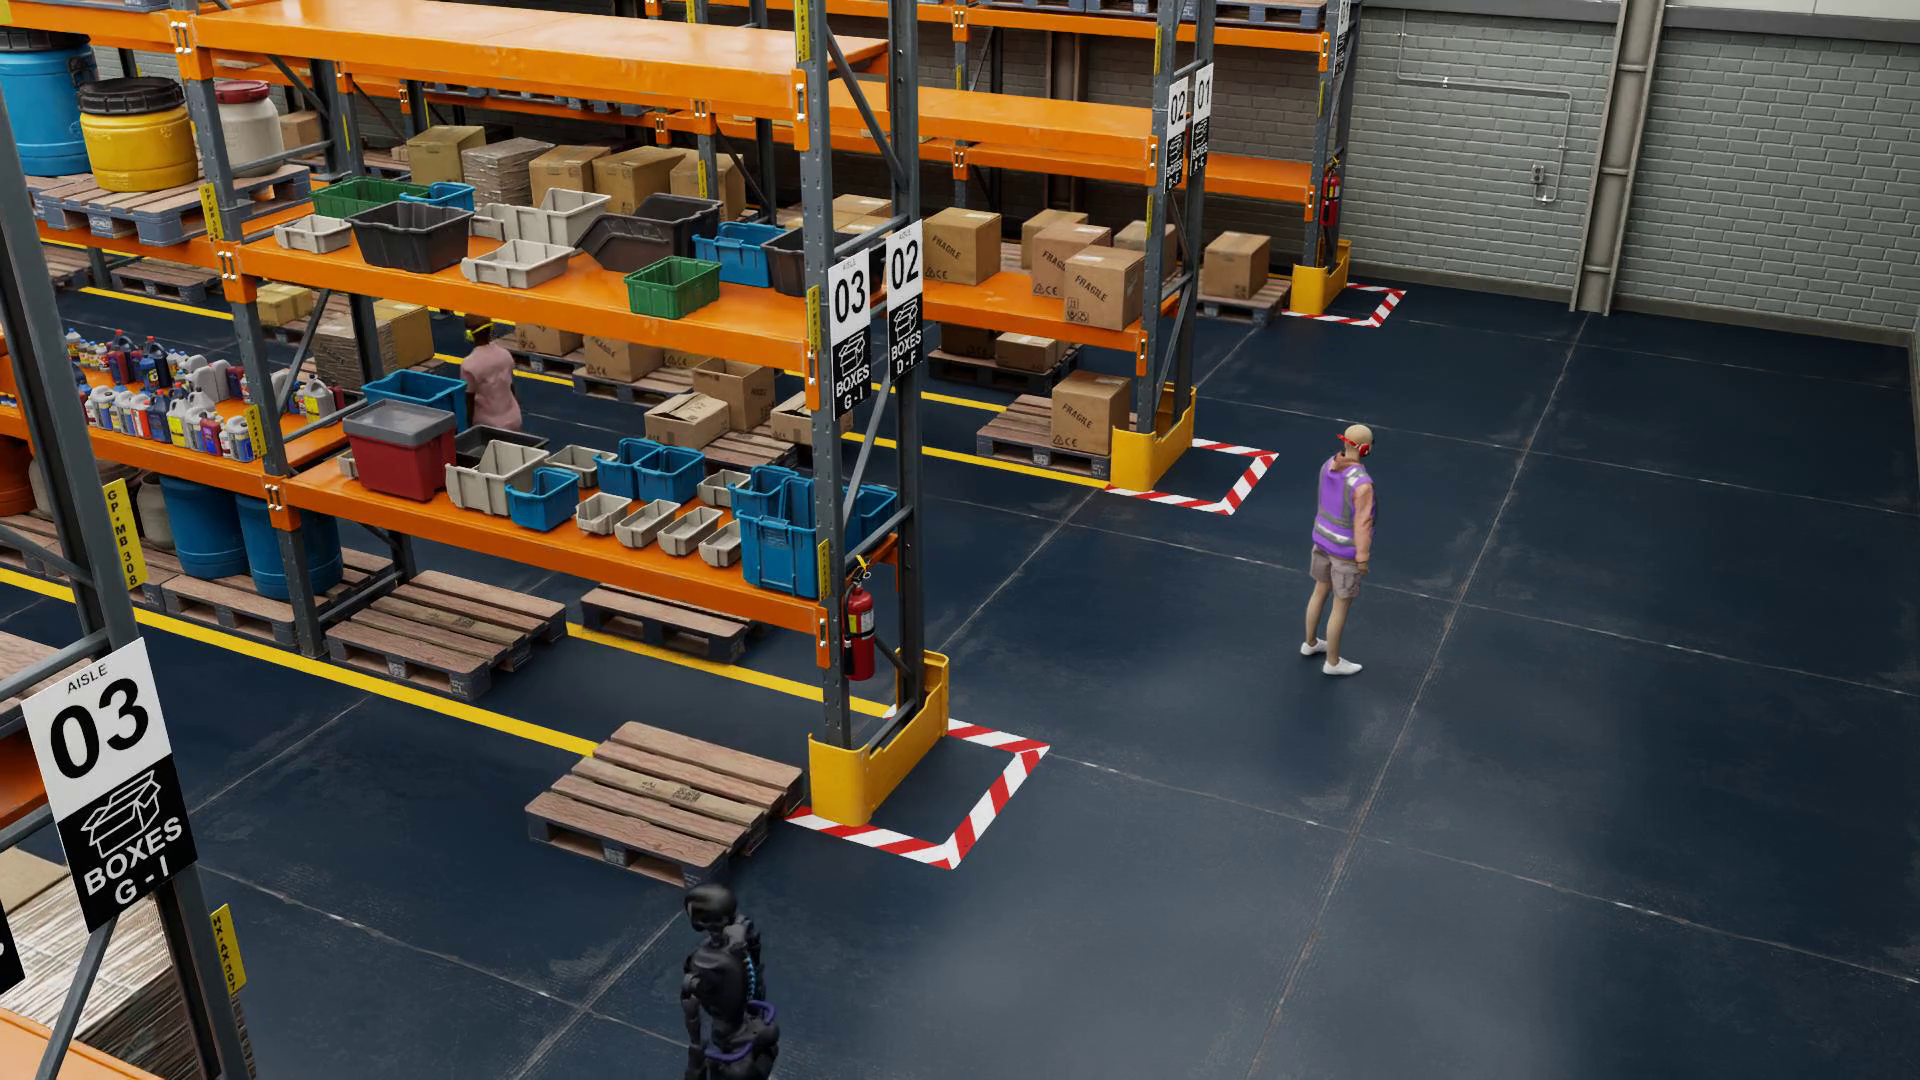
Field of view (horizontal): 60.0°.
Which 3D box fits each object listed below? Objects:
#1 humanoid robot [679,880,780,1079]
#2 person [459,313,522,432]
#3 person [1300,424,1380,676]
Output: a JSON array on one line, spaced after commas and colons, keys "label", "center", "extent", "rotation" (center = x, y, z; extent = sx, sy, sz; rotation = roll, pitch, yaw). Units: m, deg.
[{"label": "humanoid robot", "center": [-0.877, 2.053, 6.569], "extent": [0.418, 1.635, 0.610], "rotation": [10, 28, 20]}, {"label": "person", "center": [-3.475, -0.838, 12.285], "extent": [0.422, 1.789, 0.551], "rotation": [18, 31, 32]}, {"label": "person", "center": [2.421, 0.056, 10.593], "extent": [0.348, 1.688, 0.492], "rotation": [-11, 28, -21]}]
